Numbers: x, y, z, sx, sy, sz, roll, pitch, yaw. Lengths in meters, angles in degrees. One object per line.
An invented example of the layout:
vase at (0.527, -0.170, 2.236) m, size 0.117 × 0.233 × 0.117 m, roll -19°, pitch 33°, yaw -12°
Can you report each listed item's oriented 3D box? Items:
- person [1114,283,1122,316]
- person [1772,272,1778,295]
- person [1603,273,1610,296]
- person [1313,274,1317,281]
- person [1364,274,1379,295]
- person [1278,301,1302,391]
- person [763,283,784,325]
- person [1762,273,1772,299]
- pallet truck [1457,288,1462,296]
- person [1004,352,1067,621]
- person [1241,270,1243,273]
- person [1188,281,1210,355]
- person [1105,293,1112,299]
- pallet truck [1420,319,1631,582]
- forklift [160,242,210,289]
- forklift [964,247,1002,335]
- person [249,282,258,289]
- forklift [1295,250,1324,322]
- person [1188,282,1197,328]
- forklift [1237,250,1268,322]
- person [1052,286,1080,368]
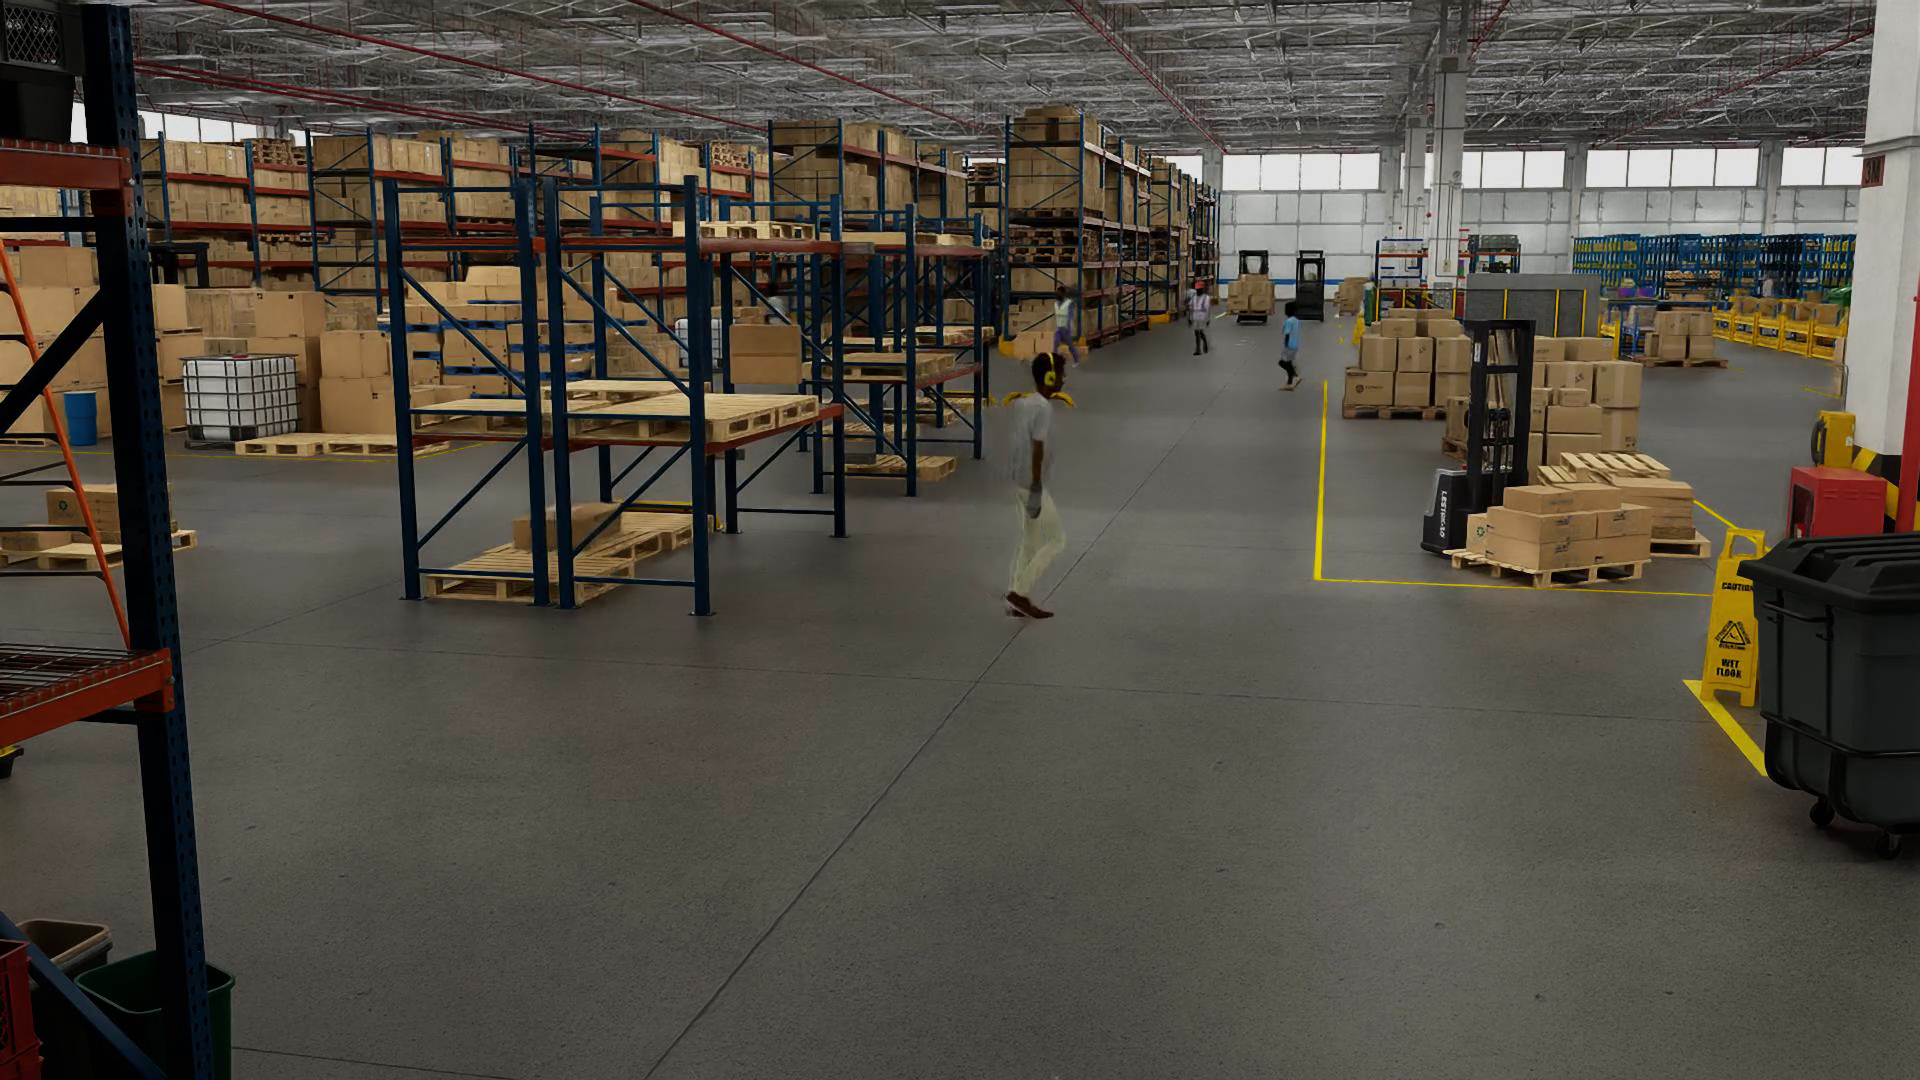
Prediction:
person at (5.523, -8.319, 59.017) m, size 0.738 × 1.674 × 0.529 m, roll 3°, pitch 10°, yaw 15°
person at (43.344, -13.356, 88.432) m, size 0.459 × 1.817 × 0.624 m, roll 0°, pitch 10°, yaw 0°
person at (31.328, -11.993, 80.389) m, size 0.879 × 1.815 × 0.577 m, roll -1°, pitch 10°, yaw -6°
person at (16.041, -11.185, 75.622) m, size 0.700 × 1.812 × 0.605 m, roll 2°, pitch 10°, yaw 14°
person at (15.658, -9.159, 63.306) m, size 0.476 × 1.919 × 0.608 m, roll -8°, pitch 13°, yaw -41°
person at (6.222, -3.641, 31.293) m, size 0.396 × 1.682 × 0.540 m, roll 6°, pitch 11°, yaw 30°
person at (-4.328, -5.040, 38.846) m, size 0.958 × 1.932 × 0.607 m, roll 8°, pitch 13°, yaw 40°
person at (35.298, -10.737, 72.704) m, size 0.477 × 1.898 × 0.647 m, roll 3°, pitch 10°, yaw 16°
pallet truck at (20.506, -9.785, 68.819) m, size 0.653 × 1.274 × 1.630 m, roll 2°, pitch 10°, yaw 12°
person at (0.526, -0.352, 11.339) m, size 0.402 × 1.847 × 0.547 m, roll -2°, pitch 10°, yaw -14°
person at (15.453, -13.794, 90.815) m, size 0.671 × 1.890 × 0.528 m, roll -7°, pitch 12°, yaw -35°
person at (6.159, -5.712, 42.879) m, size 0.564 × 1.923 × 0.414 m, roll 8°, pitch 13°, yaw 41°
person at (8.035, -13.606, 89.957) m, size 0.594 × 1.807 × 0.780 m, roll 2°, pitch 10°, yaw 11°
pallet truck at (4.543, -0.757, 13.299) m, size 0.823 × 1.965 × 1.885 m, roll -4°, pitch 10°, yaw -22°
forklift at (-16.063, -4.810, 34.690) m, size 1.129 × 2.768 × 1.873 m, roll 2°, pitch 10°, yaw 12°
forklift at (0.561, -7.151, 48.551) m, size 1.129 × 2.768 × 1.873 m, roll 2°, pitch 10°, yaw 12°
person at (-19.255, -6.107, 45.393) m, size 0.662 × 1.849 × 1.009 m, roll -1°, pitch 10°, yaw -7°
forklift at (13.778, -10.002, 65.433) m, size 1.129 × 2.768 × 1.873 m, roll 2°, pitch 10°, yaw 12°
person at (8.573, -8.525, 60.274) m, size 0.826 × 1.659 × 0.549 m, roll -7°, pitch 12°, yaw -34°
forklift at (11.467, -9.924, 64.974) m, size 1.129 × 2.768 × 1.873 m, roll 2°, pitch 10°, yaw 12°
person at (2.380, -4.837, 37.824) m, size 0.965 × 1.880 × 0.607 m, roll -9°, pitch 13°, yaw -42°
